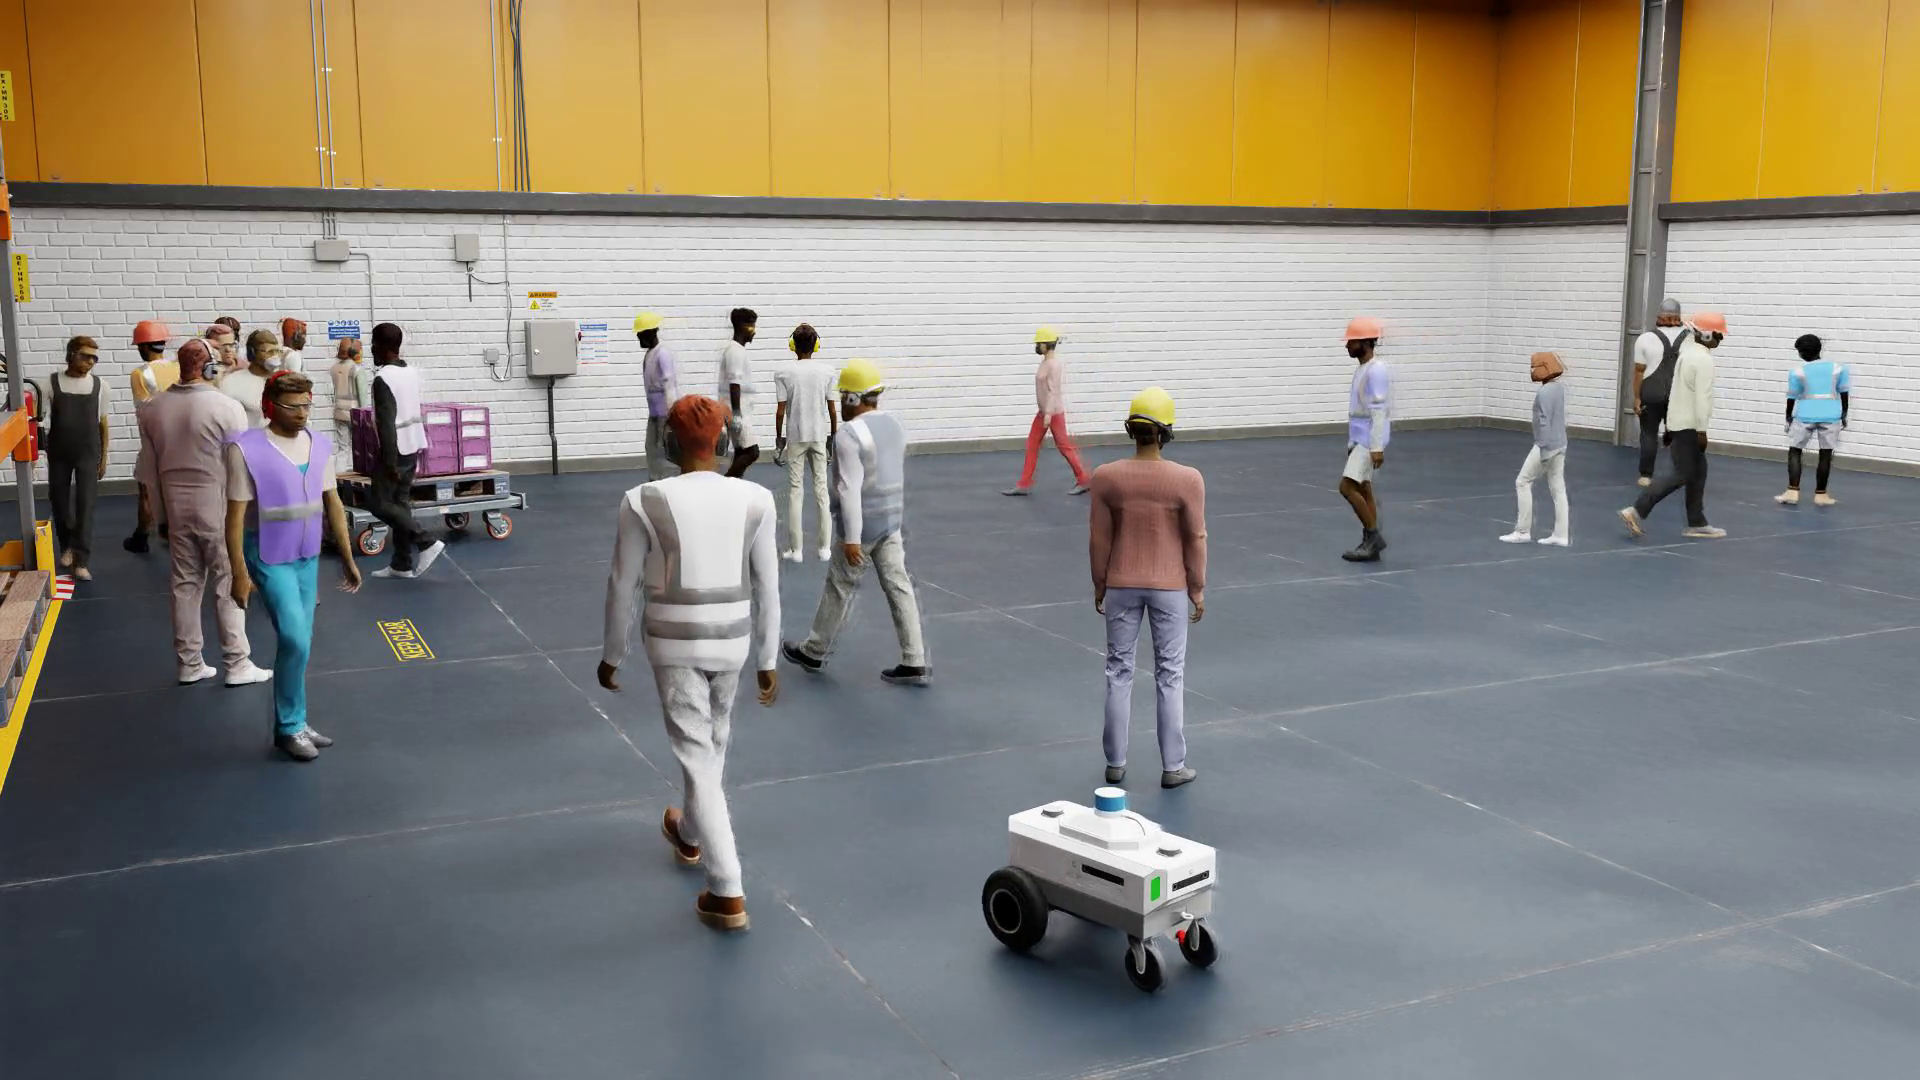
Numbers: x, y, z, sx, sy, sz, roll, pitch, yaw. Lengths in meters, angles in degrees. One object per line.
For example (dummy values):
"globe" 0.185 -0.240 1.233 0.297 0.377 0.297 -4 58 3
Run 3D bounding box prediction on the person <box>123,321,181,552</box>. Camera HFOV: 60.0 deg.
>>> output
"person" -6.327 -0.802 13.287 1.019 1.884 0.549 5 10 29

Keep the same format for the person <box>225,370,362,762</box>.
"person" -3.094 0.119 7.712 0.539 1.813 0.605 4 10 21

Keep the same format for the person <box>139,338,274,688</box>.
"person" -4.101 -0.145 9.099 0.651 1.906 0.403 2 9 14

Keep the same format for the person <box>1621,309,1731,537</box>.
"person" 6.083 -0.973 14.094 0.860 1.963 0.635 1 9 8

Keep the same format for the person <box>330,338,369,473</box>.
"person" -6.083 -1.211 16.637 0.572 1.609 0.569 5 10 29

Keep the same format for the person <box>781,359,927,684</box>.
"person" -0.561 -0.100 9.187 0.945 1.781 0.617 6 11 32

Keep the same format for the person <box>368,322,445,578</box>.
"person" -4.095 -0.643 12.201 0.511 1.903 0.594 1 9 6

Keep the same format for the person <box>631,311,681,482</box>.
"person" -2.824 -1.286 16.220 0.729 1.895 0.605 -4 10 -25

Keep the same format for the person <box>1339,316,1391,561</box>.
"person" 3.127 -0.769 12.917 0.426 1.920 0.581 0 9 0

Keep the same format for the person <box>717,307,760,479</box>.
"person" -2.049 -1.179 15.394 0.435 1.943 0.640 -1 9 -9

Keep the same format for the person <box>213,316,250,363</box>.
"person" -7.040 -1.230 16.050 0.623 1.838 0.430 2 9 11

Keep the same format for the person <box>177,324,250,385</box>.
"person" -5.284 -0.618 12.096 0.663 1.880 0.685 -9 13 -44

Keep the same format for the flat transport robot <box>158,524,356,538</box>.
"flat transport robot" -6.007 -0.159 14.246 0.652 0.197 1.431 8 12 40

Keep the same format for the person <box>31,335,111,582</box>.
"person" -6.631 -0.629 12.421 0.584 1.806 0.892 -5 11 -30

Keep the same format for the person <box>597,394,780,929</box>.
"person" -0.965 0.399 5.975 0.588 1.835 0.981 -5 11 -30

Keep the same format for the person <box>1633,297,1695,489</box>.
"person" 7.374 -1.538 17.328 0.695 2.000 0.851 2 9 11

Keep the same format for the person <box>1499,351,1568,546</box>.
"person" 4.794 -0.757 13.812 0.653 1.607 0.496 8 12 41

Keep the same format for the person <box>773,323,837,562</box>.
"person" -1.207 -0.757 13.013 0.524 1.871 0.325 -3 10 -17

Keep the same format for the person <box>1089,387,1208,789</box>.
"person" 0.826 0.213 7.315 0.525 1.769 0.316 3 10 19

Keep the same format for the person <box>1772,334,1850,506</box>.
"person" 8.251 -1.149 16.077 0.620 1.671 0.347 3 10 21

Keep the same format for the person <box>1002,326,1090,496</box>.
"person" 0.918 -1.292 16.789 0.898 1.722 0.536 -2 9 -15

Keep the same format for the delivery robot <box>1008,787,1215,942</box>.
"delivery robot" 0.493 1.063 5.496 0.477 0.478 0.707 -8 12 -42

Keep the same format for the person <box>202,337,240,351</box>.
"person" -6.295 -0.897 14.092 0.485 1.797 0.680 -9 13 -43

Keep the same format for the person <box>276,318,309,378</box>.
"person" -6.060 -1.086 15.128 0.579 1.846 0.757 8 12 41

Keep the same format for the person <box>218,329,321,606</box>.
"person" -4.788 -0.507 11.431 1.050 1.892 0.641 6 11 35
